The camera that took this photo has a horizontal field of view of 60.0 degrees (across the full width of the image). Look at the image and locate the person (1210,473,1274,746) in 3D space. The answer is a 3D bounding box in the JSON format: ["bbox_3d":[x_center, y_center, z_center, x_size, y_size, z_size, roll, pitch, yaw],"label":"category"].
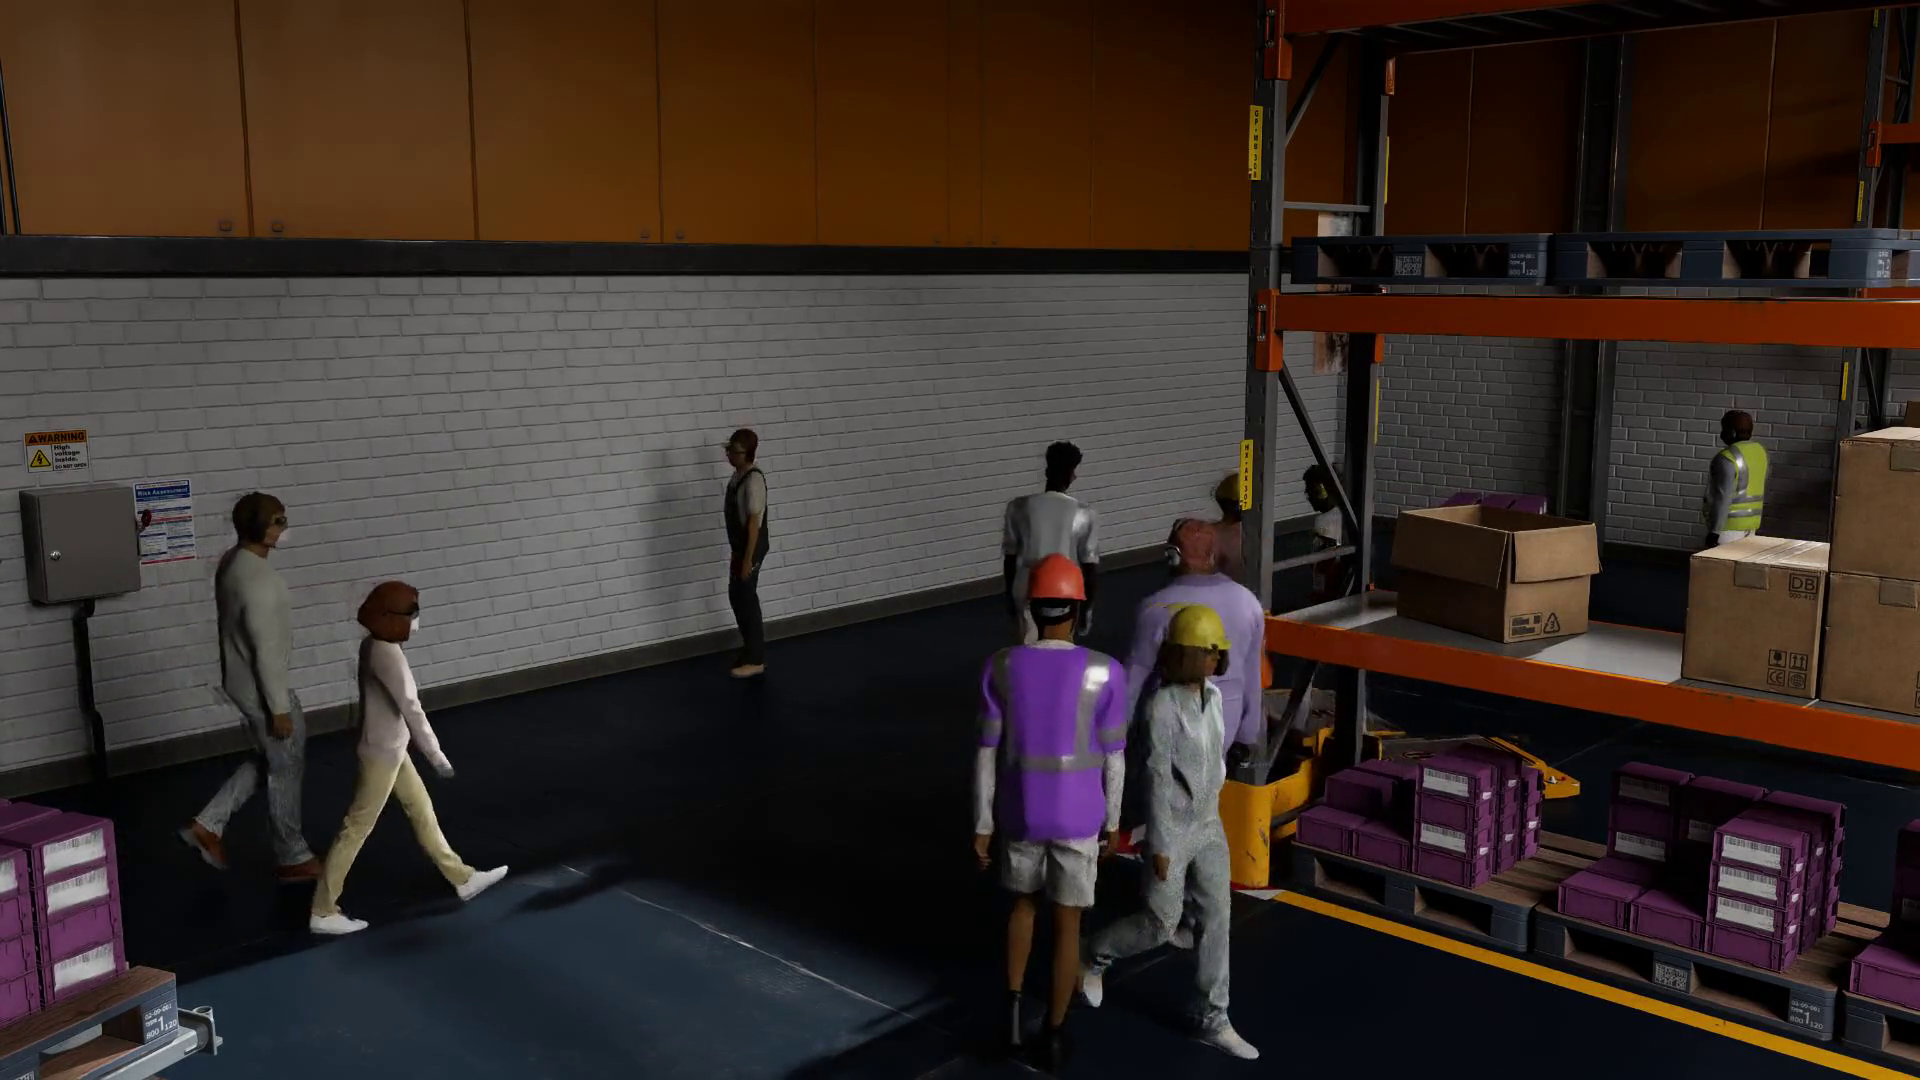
[{"bbox_3d":[1.660,0.438,10.207,0.526,1.714,0.879,-6,11,-35],"label":"person"}]

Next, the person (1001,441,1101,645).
[{"bbox_3d":[0.554,0.352,10.176,0.604,1.910,0.998,0,9,1],"label":"person"}]

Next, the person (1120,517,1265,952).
[{"bbox_3d":[0.936,0.831,7.341,0.660,1.864,0.865,-6,11,-33],"label":"person"}]

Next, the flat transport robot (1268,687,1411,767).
[{"bbox_3d":[2.190,1.144,10.307,0.652,0.197,1.431,-2,9,-12],"label":"flat transport robot"}]

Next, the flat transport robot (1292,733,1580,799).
[{"bbox_3d":[2.669,1.298,9.365,1.431,0.197,0.652,-2,10,-12],"label":"flat transport robot"}]

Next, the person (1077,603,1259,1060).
[{"bbox_3d":[0.800,1.072,6.312,0.715,1.722,0.491,9,13,43],"label":"person"}]

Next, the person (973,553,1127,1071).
[{"bbox_3d":[0.345,1.003,6.180,0.547,1.909,0.462,3,10,15],"label":"person"}]

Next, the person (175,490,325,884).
[{"bbox_3d":[-3.343,0.717,7.874,0.627,1.921,0.642,-6,11,-31],"label":"person"}]

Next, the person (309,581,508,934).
[{"bbox_3d":[-2.516,0.958,7.451,0.916,1.571,0.504,-5,10,-27],"label":"person"}]

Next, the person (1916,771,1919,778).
[{"bbox_3d":[5.897,0.565,9.223,0.969,1.799,0.626,6,11,31],"label":"person"}]

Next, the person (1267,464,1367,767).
[{"bbox_3d":[2.114,0.460,9.771,0.573,1.817,0.835,-8,12,-41],"label":"person"}]

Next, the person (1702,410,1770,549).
[{"bbox_3d":[6.124,-0.113,13.213,0.634,1.841,0.429,-7,11,-36],"label":"person"}]

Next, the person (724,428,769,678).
[{"bbox_3d":[-1.557,0.091,12.064,0.307,1.822,0.651,-3,10,-18],"label":"person"}]
